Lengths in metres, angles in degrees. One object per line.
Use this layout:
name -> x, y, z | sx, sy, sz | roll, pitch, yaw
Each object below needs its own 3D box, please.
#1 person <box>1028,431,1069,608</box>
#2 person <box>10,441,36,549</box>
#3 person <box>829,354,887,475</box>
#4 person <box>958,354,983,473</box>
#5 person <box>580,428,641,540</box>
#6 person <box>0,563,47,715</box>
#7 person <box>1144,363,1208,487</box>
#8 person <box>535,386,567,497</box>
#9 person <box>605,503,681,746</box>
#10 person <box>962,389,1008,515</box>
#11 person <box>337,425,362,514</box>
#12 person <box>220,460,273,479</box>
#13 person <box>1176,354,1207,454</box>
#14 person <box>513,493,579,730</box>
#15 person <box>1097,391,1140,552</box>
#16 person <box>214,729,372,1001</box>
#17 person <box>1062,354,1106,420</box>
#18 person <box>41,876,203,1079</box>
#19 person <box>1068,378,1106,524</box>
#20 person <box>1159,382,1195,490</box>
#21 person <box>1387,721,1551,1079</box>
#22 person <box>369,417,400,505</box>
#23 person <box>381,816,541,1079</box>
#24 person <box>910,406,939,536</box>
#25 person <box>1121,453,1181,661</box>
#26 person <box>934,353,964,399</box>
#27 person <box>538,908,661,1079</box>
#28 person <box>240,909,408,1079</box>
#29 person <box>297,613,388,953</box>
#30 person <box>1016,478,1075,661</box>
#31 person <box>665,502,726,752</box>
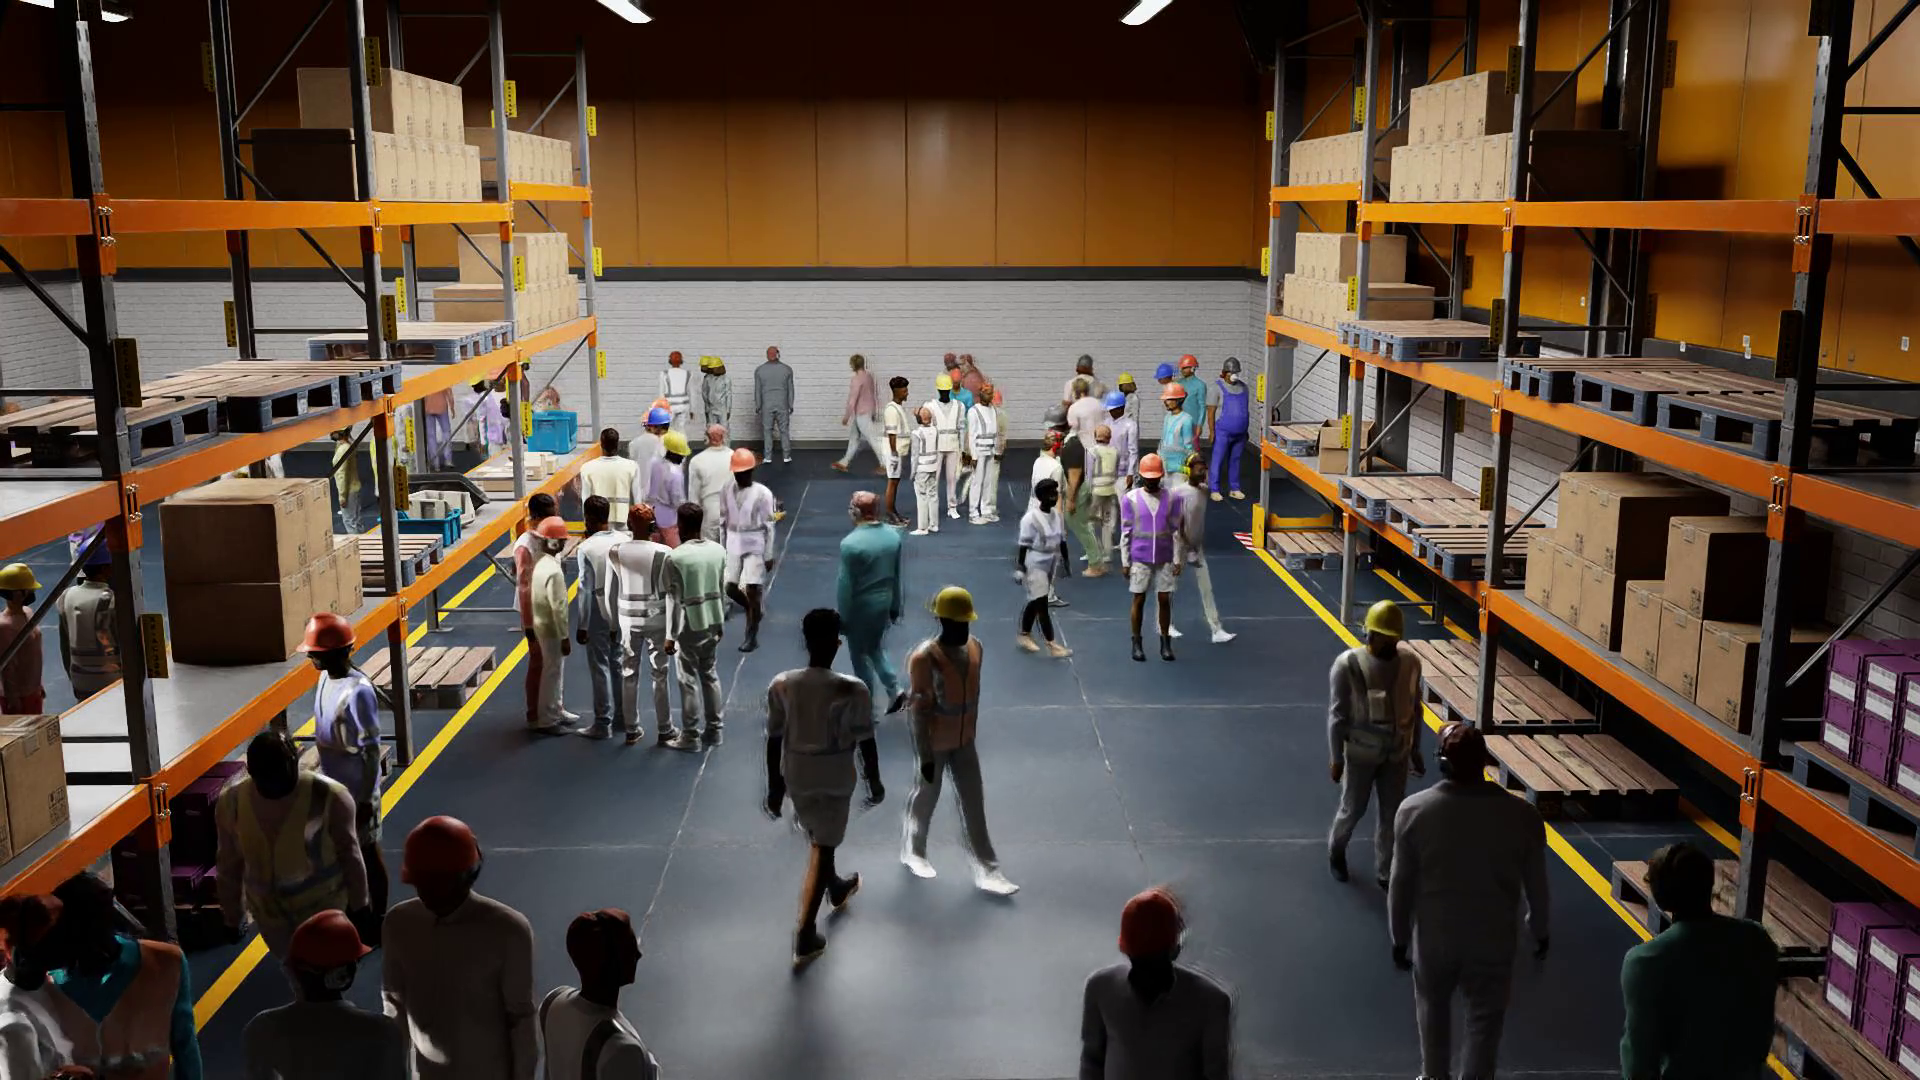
person -> 0.916, -0.216, 17.239 | 0.394, 1.836, 0.560 | -4, 12, -18
person -> -11.406, -0.664, 19.968 | 0.310, 1.642, 0.514 | 2, 11, 9
person -> -1.523, -1.942, 25.808 | 1.068, 1.880, 0.624 | 3, 12, 14
person -> 0.195, -1.963, 25.881 | 0.499, 1.881, 0.667 | 4, 12, 17
person -> -3.511, -0.173, 16.808 | 0.590, 1.920, 0.399 | -1, 11, -7
person -> -6.283, 1.022, 11.199 | 0.328, 1.767, 0.532 | -2, 11, -11
person -> 3.226, -1.658, 24.405 | 0.913, 1.878, 0.658 | 3, 12, 17
person -> -5.815, -1.371, 23.590 | 0.500, 1.612, 0.572 | 3, 12, 14
person -> -2.421, 0.650, 12.766 | 0.584, 1.882, 0.337 | 1, 11, 7
person -> 0.335, -1.218, 22.561 | 0.578, 1.718, 0.728 | -5, 12, -24
person -> -8.347, -1.218, 22.519 | 0.321, 1.737, 0.486 | -2, 11, -10
person -> -7.237, -0.209, 16.977 | 0.573, 1.921, 0.546 | 8, 14, 35
person -> 3.342, -1.723, 24.387 | 0.381, 1.994, 0.613 | -9, 14, -38
person -> -3.310, 0.564, 13.144 | 0.405, 1.908, 0.601 | 2, 11, 10
person -> 1.894, -0.833, 20.067 | 0.401, 1.938, 0.603 | -8, 14, -35
person -> -3.111, 1.713, 7.737 | 0.648, 1.784, 0.813 | 0, 11, 2
person -> 1.830, -1.738, 24.345 | 0.709, 2.000, 0.816 | -6, 13, -28
person -> -2.927, 2.062, 5.733 | 0.604, 1.862, 0.996 | -5, 12, -25
person -> 1.592, -1.177, 21.876 | 0.888, 1.896, 0.650 | 10, 15, 40
person -> 2.575, -0.876, 20.022 | 0.391, 2.040, 0.615 | -4, 12, -21
person -> 2.271, 1.718, 7.409 | 0.710, 1.887, 0.540 | 4, 12, 18
person -> -7.076, -0.793, 20.492 | 0.537, 1.691, 0.321 | 11, 16, 44
person -> -1.818, 1.939, 6.059 | 0.615, 1.985, 0.410 | 2, 12, 12
person -> -0.449, -0.873, 21.019 | 0.310, 1.638, 0.523 | 8, 14, 35
person -> 1.738, 0.160, 15.140 | 0.549, 1.923, 0.390 | -1, 11, -3
person -> -0.064, -2.040, 26.290 | 0.681, 1.872, 0.519 | 0, 11, -1
person -> -1.148, 2.108, 5.457 | 0.354, 1.883, 0.573 | -9, 15, -39
person -> -2.145, 2.119, 5.737 | 0.563, 1.748, 0.340 | 1, 11, 4
person -> -3.393, 1.339, 9.187 | 0.376, 1.934, 0.547 | -10, 15, -42
person -> 0.827, 0.268, 15.187 | 0.830, 1.659, 0.550 | 10, 15, 41
person -> -1.990, 0.662, 12.655 | 0.391, 1.908, 0.602 | 8, 14, 33
